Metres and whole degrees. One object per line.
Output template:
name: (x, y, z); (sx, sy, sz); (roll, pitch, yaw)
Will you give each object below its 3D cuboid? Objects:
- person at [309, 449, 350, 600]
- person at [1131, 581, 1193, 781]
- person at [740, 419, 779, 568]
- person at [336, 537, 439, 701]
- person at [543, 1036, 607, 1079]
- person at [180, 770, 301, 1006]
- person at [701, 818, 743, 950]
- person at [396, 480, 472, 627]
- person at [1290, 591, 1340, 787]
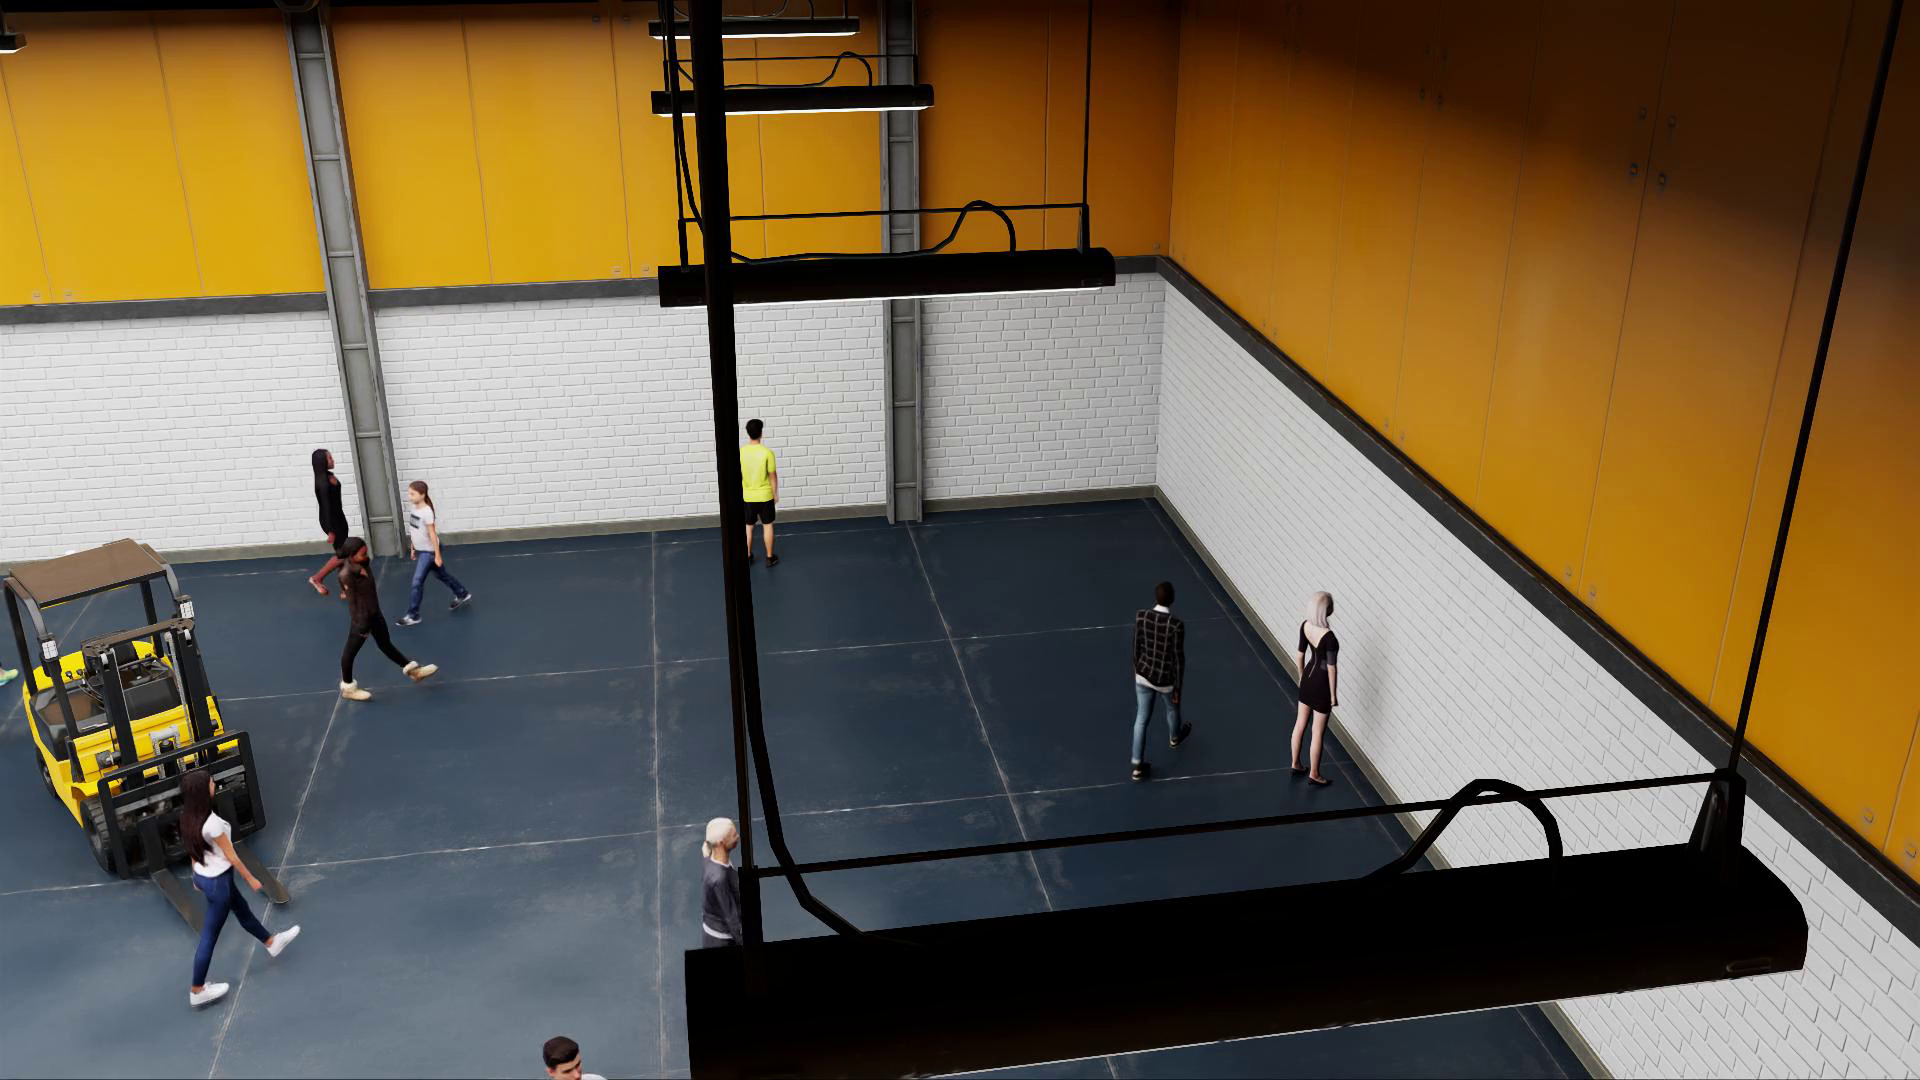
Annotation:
person: (-6.733, -0.138, 17.648); (0.750, 1.709, 0.613); (-4, 24, -9)
person: (1.657, 1.248, 14.393); (1.184, 1.777, 1.208); (13, 27, 28)
person: (-2.261, -0.522, 18.530); (0.544, 1.706, 0.725); (2, 24, 4)
person: (-5.475, 0.761, 15.698); (0.789, 1.624, 1.139); (-4, 24, -8)
person: (-2.132, 3.480, 9.170); (1.077, 1.870, 1.075); (-22, 32, -40)
person: (-5.298, 2.475, 11.650); (1.187, 1.725, 1.023); (-22, 32, -40)
person: (-1.694, 2.655, 11.271); (0.858, 1.699, 0.611); (-3, 24, -8)
person: (-5.488, 0.094, 17.349); (1.139, 1.523, 0.908); (-20, 30, -38)
person: (3.057, 1.268, 14.281); (0.626, 1.830, 0.648); (-15, 28, -30)
